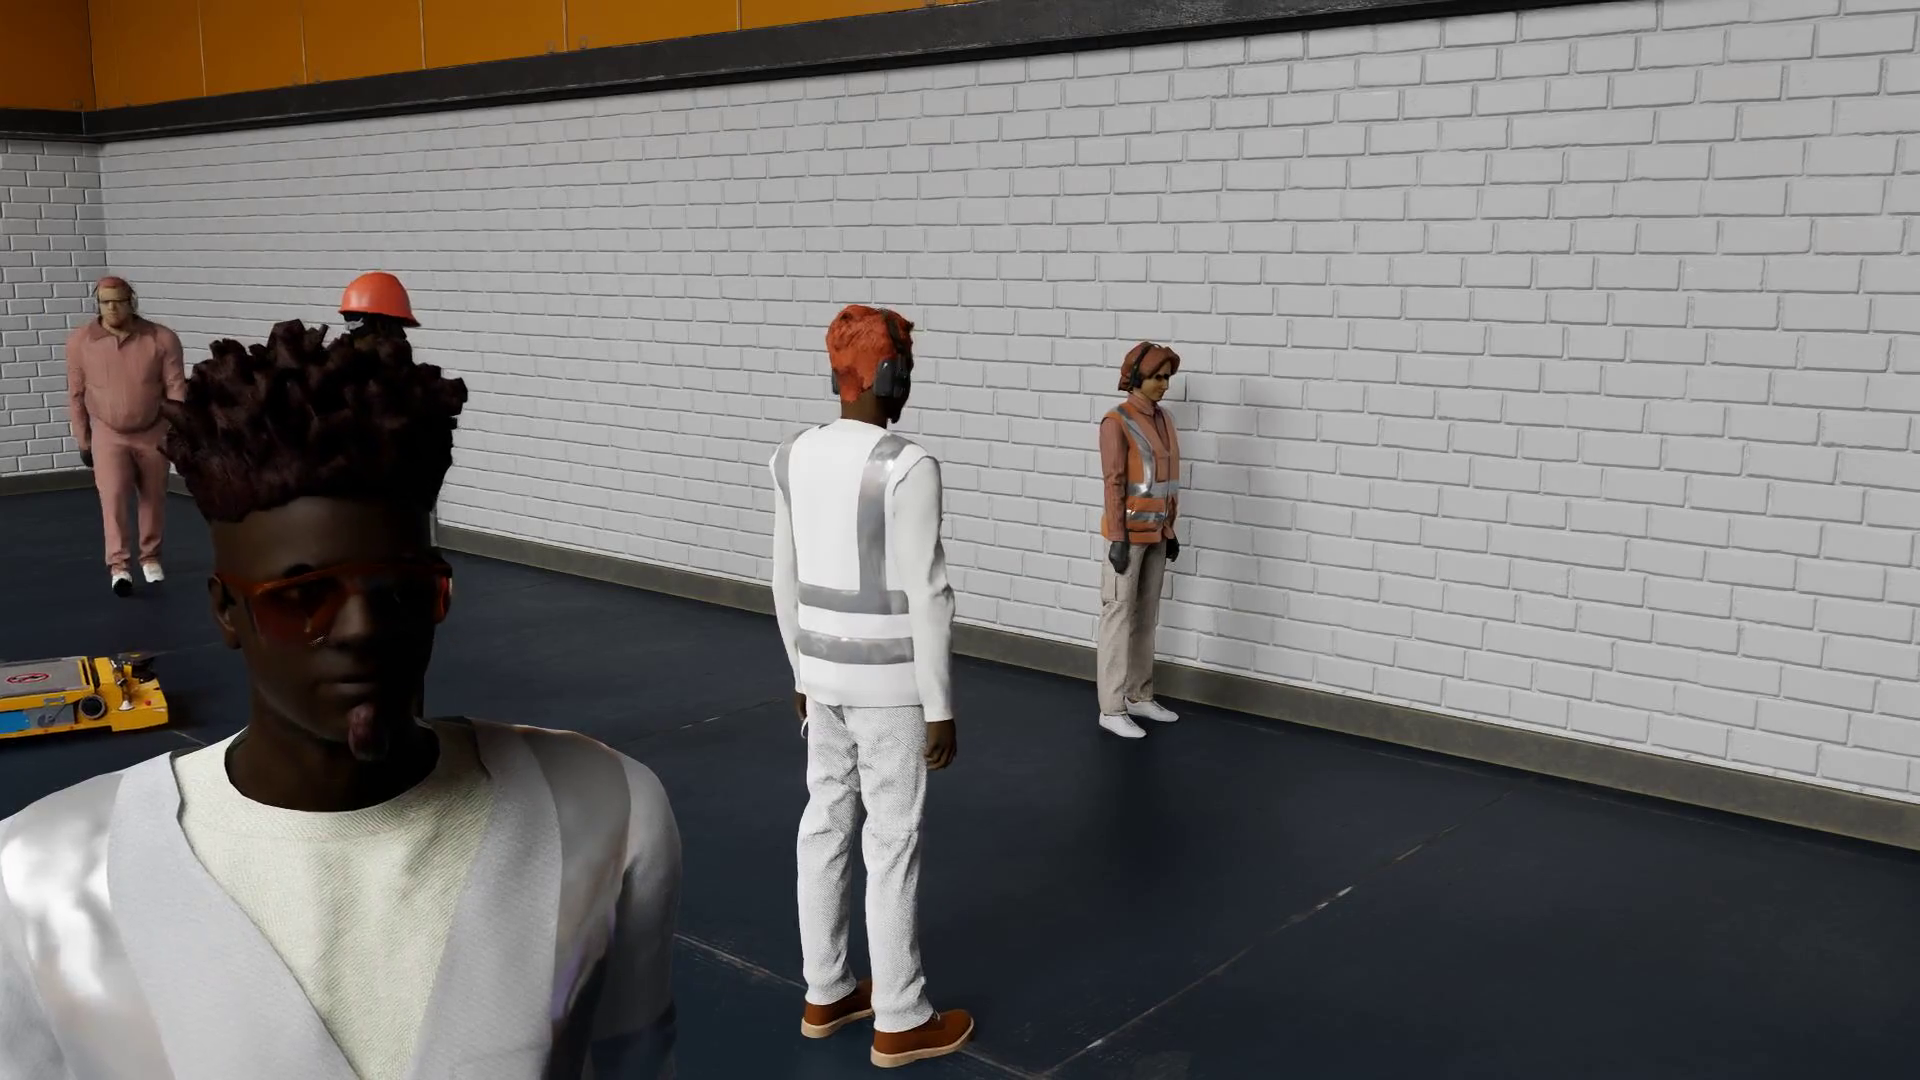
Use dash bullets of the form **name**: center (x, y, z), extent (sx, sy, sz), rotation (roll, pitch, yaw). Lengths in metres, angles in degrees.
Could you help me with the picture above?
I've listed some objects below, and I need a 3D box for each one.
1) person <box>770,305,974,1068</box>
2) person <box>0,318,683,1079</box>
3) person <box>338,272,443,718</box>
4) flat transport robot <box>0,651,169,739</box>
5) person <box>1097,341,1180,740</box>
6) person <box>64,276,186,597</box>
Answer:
- **person**: center (-0.219, 0.367, 4.151), extent (0.581, 1.888, 0.365), rotation (9, 14, 43)
- **person**: center (-0.500, 0.802, 1.426), extent (0.607, 1.967, 0.367), rotation (-6, 12, -32)
- **person**: center (-2.207, -0.046, 6.361), extent (0.547, 1.929, 0.385), rotation (3, 11, 19)
- **flat transport robot**: center (-4.098, 0.691, 6.883), extent (1.431, 0.197, 0.652), rotation (-6, 11, -29)
- **person**: center (0.752, -0.007, 6.965), extent (0.310, 1.640, 0.514), rotation (7, 12, 34)
- **person**: center (-4.857, -0.602, 9.760), extent (0.640, 1.850, 1.007), rotation (-5, 11, -27)
